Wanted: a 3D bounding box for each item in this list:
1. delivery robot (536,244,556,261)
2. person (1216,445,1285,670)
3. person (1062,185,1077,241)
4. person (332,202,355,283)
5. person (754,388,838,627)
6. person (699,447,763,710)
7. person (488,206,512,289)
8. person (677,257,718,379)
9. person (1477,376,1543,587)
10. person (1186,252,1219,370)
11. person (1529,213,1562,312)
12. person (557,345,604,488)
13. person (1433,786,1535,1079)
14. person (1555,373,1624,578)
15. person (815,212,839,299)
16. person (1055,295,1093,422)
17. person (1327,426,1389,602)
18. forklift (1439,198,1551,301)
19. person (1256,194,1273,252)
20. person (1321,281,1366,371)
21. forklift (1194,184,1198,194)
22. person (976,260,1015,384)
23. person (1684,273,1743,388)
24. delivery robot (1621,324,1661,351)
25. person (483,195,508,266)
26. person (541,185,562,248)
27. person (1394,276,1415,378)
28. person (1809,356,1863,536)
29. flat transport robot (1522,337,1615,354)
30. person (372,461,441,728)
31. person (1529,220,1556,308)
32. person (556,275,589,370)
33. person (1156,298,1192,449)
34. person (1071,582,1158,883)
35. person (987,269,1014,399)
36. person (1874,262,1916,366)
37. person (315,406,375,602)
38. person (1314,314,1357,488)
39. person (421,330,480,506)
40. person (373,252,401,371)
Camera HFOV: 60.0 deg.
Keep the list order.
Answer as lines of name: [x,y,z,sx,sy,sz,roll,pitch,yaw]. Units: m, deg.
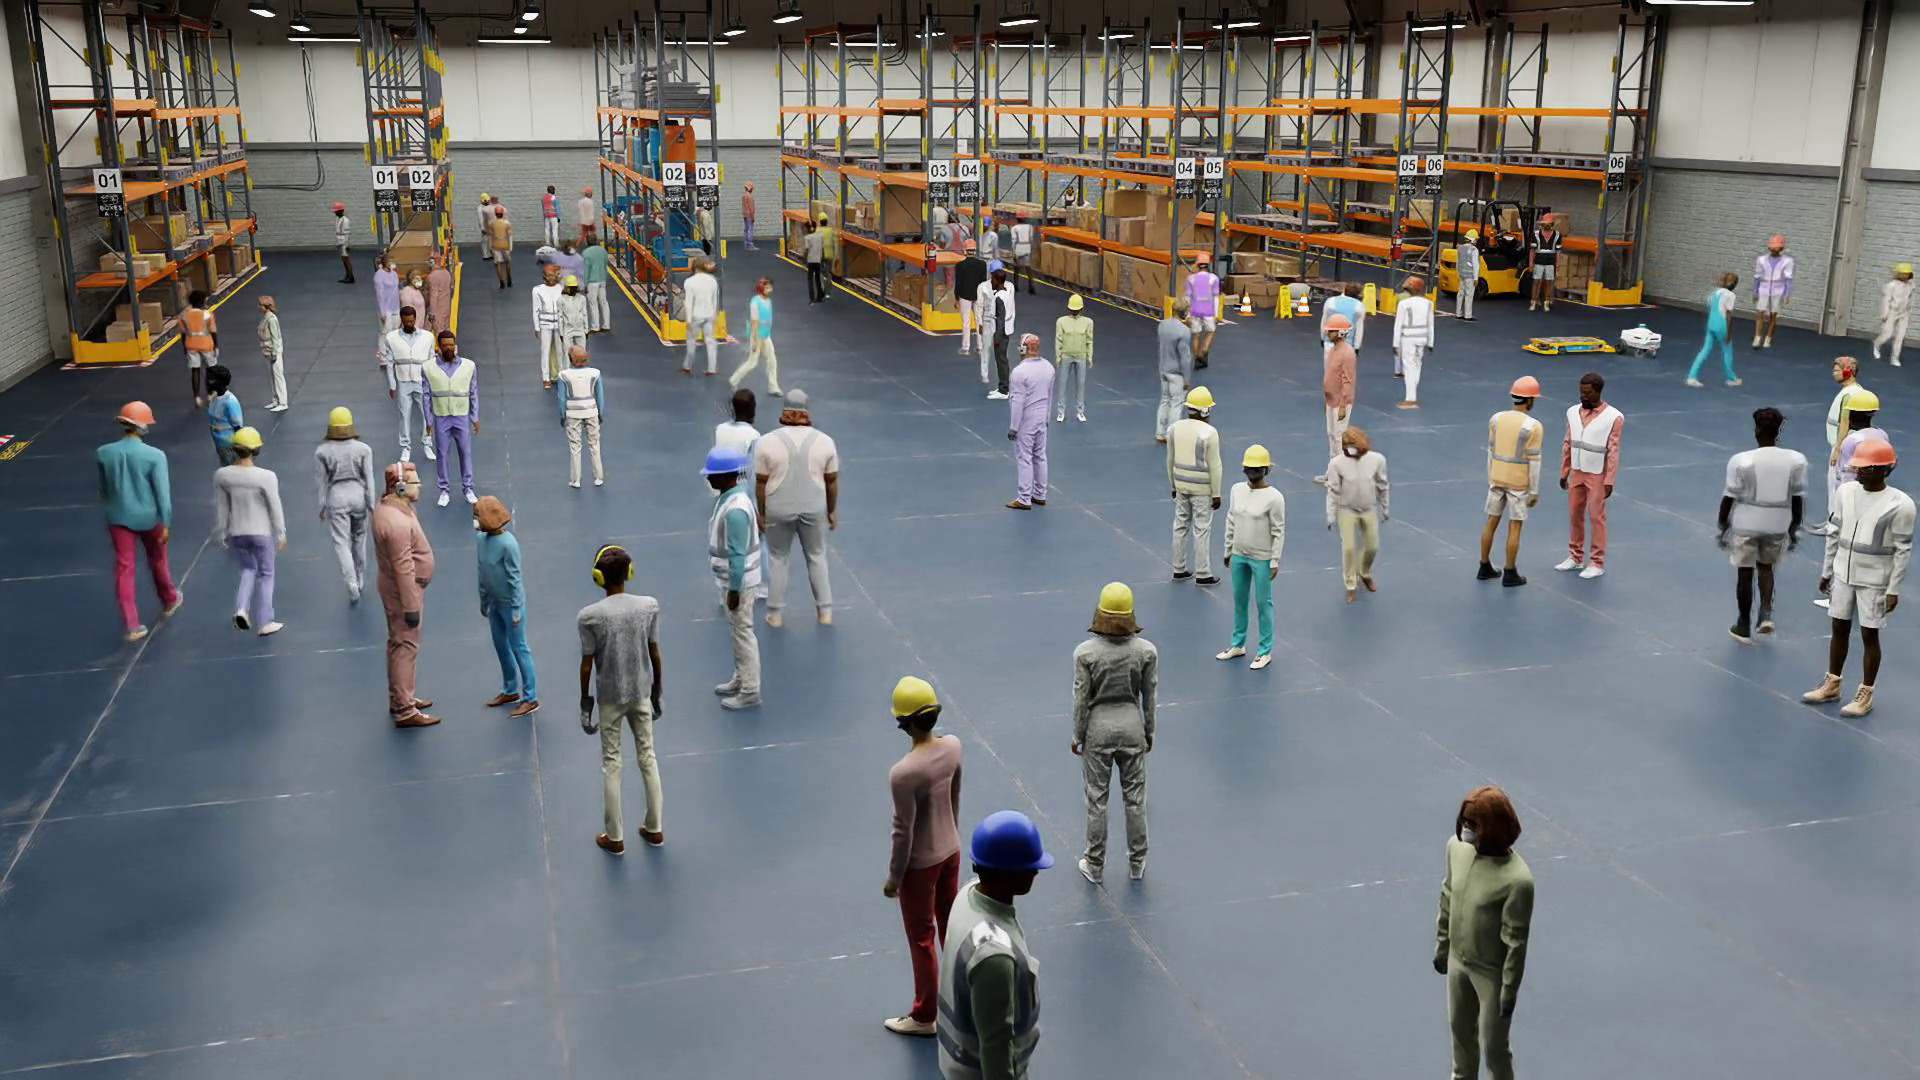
delivery robot: [-11.090,-7.699,44.576,0.477,0.478,0.707,2,15,7]
person: [2.278,0.125,12.987,0.296,1.772,0.533,-13,20,-41]
person: [3.266,-9.614,49.487,0.520,1.844,0.330,1,15,4]
person: [-14.886,-7.159,40.109,0.386,1.931,0.558,-11,18,-35]
person: [-1.393,-0.289,14.025,0.697,2.000,0.535,-4,15,-14]
person: [-1.663,0.268,12.138,0.421,1.938,0.603,-4,15,-14]
person: [-10.807,-6.905,39.176,0.543,1.896,0.962,-4,15,-14]
person: [-4.198,-3.553,26.564,0.663,1.897,0.939,-13,20,-41]
person: [5.068,-0.538,15.195,0.412,1.927,0.546,-10,18,-33]
person: [3.974,-3.746,27.259,0.575,1.919,0.414,5,16,19]
person: [12.189,-5.777,34.671,0.616,2.041,0.383,4,15,15]
person: [-4.317,-1.406,18.987,0.515,1.645,0.309,-6,16,-21]
person: [2.180,1.796,6.982,0.284,1.627,0.496,-7,16,-24]
person: [5.866,-0.614,15.515,0.407,1.907,0.598,-9,17,-30]
person: [-2.995,-6.326,37.007,0.624,1.897,0.422,-1,15,-4]
person: [1.568,-2.499,22.887,0.523,1.759,0.334,0,15,-1]
person: [3.499,-0.246,14.705,0.550,1.595,0.556,1,15,5]
forklift: [11.913,-6.508,37.130,2.313,2.155,1.214,-4,15,-15]
person: [8.273,-8.480,45.175,0.534,1.869,0.315,12,19,39]
person: [5.596,-2.904,24.369,0.632,1.785,0.775,3,15,11]
forklift: [7.392,-11.333,53.972,1.873,2.768,1.129,-4,15,-15]
person: [0.559,-3.387,25.889,0.601,1.938,0.425,-3,15,-9]
person: [11.664,-3.211,25.555,0.997,1.772,0.588,-5,16,-18]
delivery robot: [11.762,-3.484,28.715,0.477,0.478,0.707,-4,15,-15]
person: [-12.354,-8.238,44.305,0.641,1.863,0.977,-5,16,-19]
person: [-12.194,-9.658,49.692,0.624,1.835,0.431,7,17,26]
person: [7.100,-3.362,26.392,0.283,1.628,0.503,-8,17,-27]
person: [8.974,-0.947,16.907,0.403,1.831,0.572,8,17,28]
flat transport robot: [10.705,-3.427,29.223,1.431,0.197,0.652,-3,15,-12]
person: [-3.918,0.376,11.806,0.395,1.898,0.639,-7,16,-24]
person: [12.406,-5.846,35.314,0.729,1.855,0.715,-2,15,-7]
person: [-5.938,-3.203,25.579,0.485,1.738,0.320,-10,18,-34]
person: [2.720,-2.105,21.087,0.377,1.929,0.636,-7,16,-25]
person: [0.865,1.085,9.422,0.492,1.742,0.323,-2,15,-7]
person: [0.609,-3.059,24.682,0.378,1.917,0.598,2,15,7]
person: [15.651,-3.791,27.816,0.482,1.726,0.578,0,15,0]
person: [-5.451,-0.333,14.811,0.491,1.713,0.826,-7,16,-24]
person: [4.310,-1.591,19.041,0.394,1.988,0.619,-2,15,-7]
person: [-5.563,-1.340,18.209,0.591,1.922,0.392,-6,16,-20]
person: [-9.354,-3.746,27.259,0.386,1.930,0.627,3,15,10]
